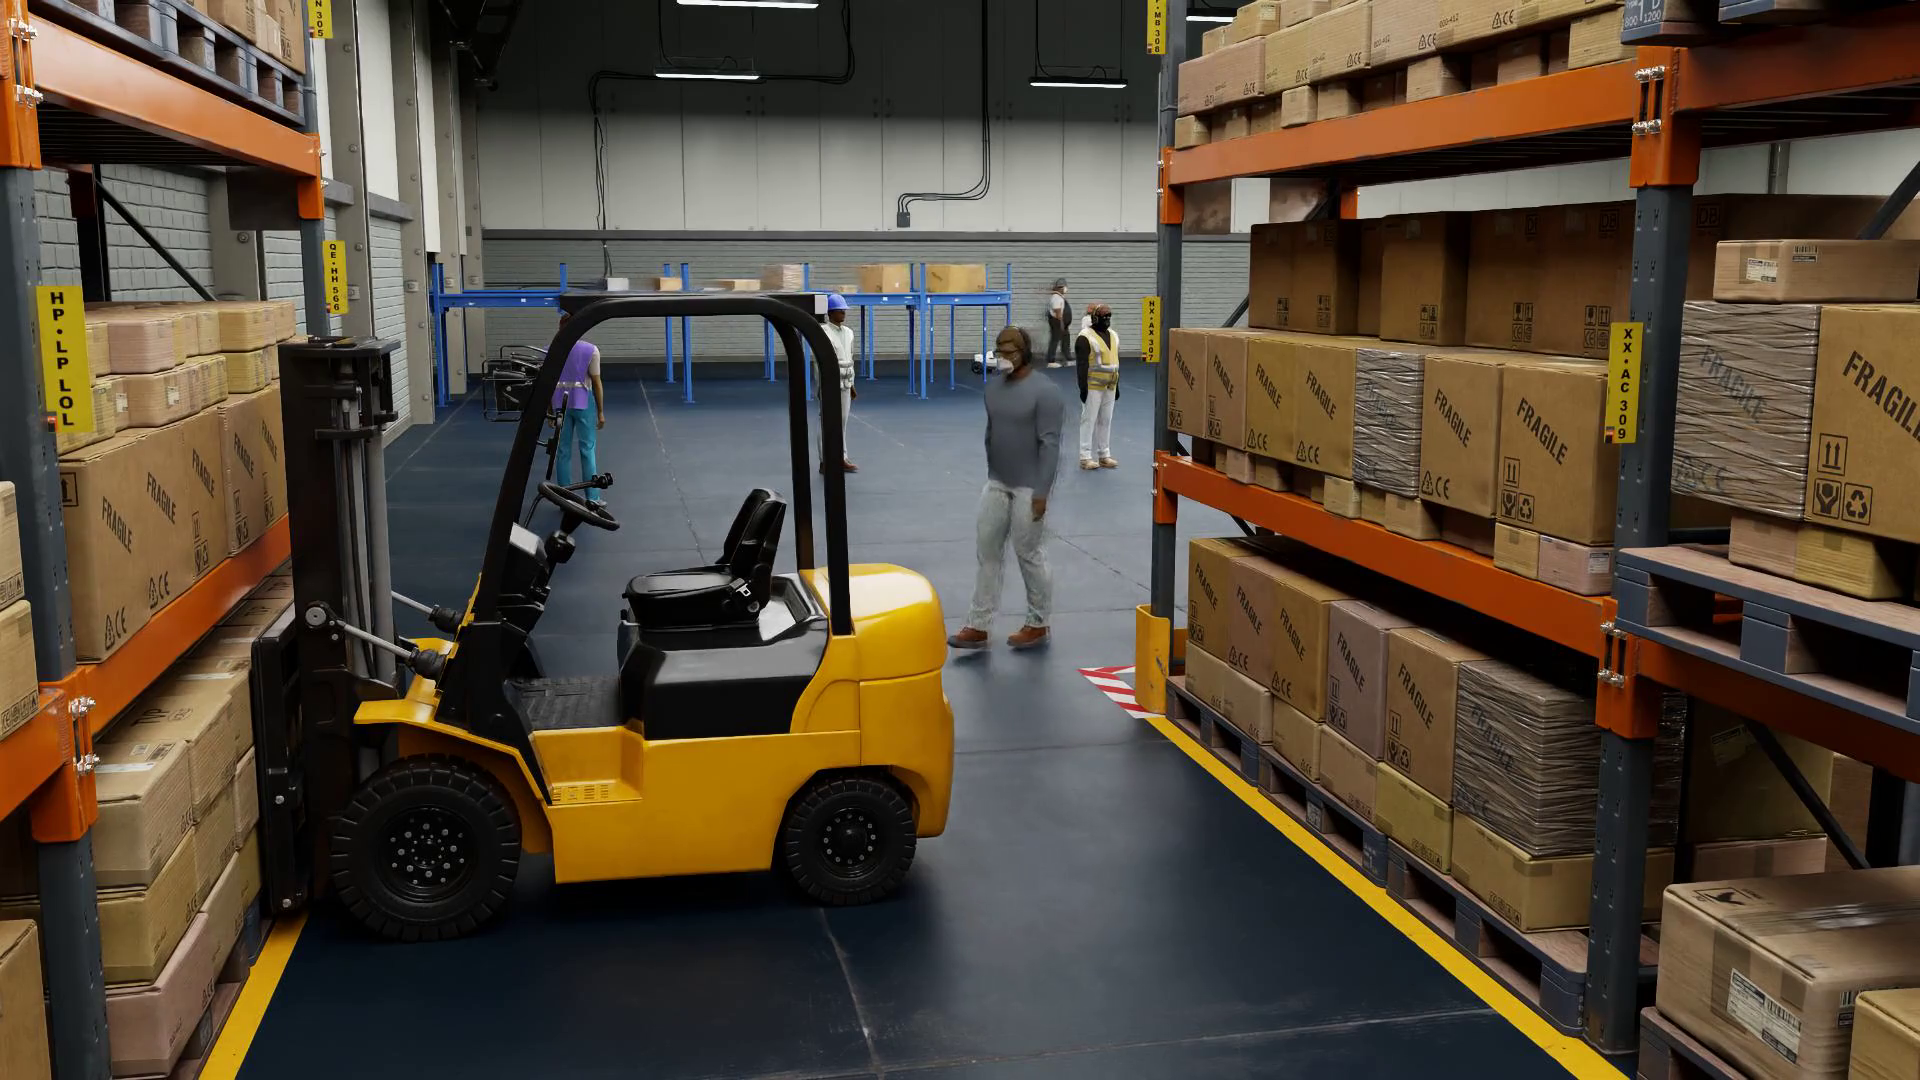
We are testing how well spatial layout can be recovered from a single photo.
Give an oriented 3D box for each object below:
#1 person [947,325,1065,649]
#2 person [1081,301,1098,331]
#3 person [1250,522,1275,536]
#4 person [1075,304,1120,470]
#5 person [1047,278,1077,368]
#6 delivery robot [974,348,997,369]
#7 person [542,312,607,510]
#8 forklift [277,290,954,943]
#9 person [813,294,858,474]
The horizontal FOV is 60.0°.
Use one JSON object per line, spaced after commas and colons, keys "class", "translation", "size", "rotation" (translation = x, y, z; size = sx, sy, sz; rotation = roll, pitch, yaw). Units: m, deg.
{"class": "person", "translation": [0.260, -0.289, 9.698], "size": [0.705, 1.914, 0.659], "rotation": [-9, 13, -44]}
{"class": "person", "translation": [2.542, -3.700, 31.406], "size": [0.499, 1.610, 0.718], "rotation": [-6, 11, -32]}
{"class": "person", "translation": [1.955, -0.408, 10.029], "size": [0.608, 2.044, 0.370], "rotation": [4, 10, 24]}
{"class": "person", "translation": [1.566, -1.720, 18.680], "size": [0.619, 1.836, 0.431], "rotation": [-9, 13, -42]}
{"class": "person", "translation": [2.365, -4.884, 37.446], "size": [0.860, 2.000, 0.696], "rotation": [1, 9, 8]}
{"class": "delivery robot", "translation": [0.672, -3.824, 35.217], "size": [0.707, 0.478, 0.477], "rotation": [5, 11, 29]}
{"class": "person", "translation": [-3.580, -1.195, 15.424], "size": [0.563, 1.846, 0.390], "rotation": [1, 9, 8]}
{"class": "forklift", "translation": [-1.179, 0.175, 6.143], "size": [2.313, 2.155, 1.214], "rotation": [-2, 10, -12]}
{"class": "person", "translation": [-1.370, -1.711, 18.252], "size": [0.380, 1.951, 0.605], "rotation": [7, 12, 37]}
